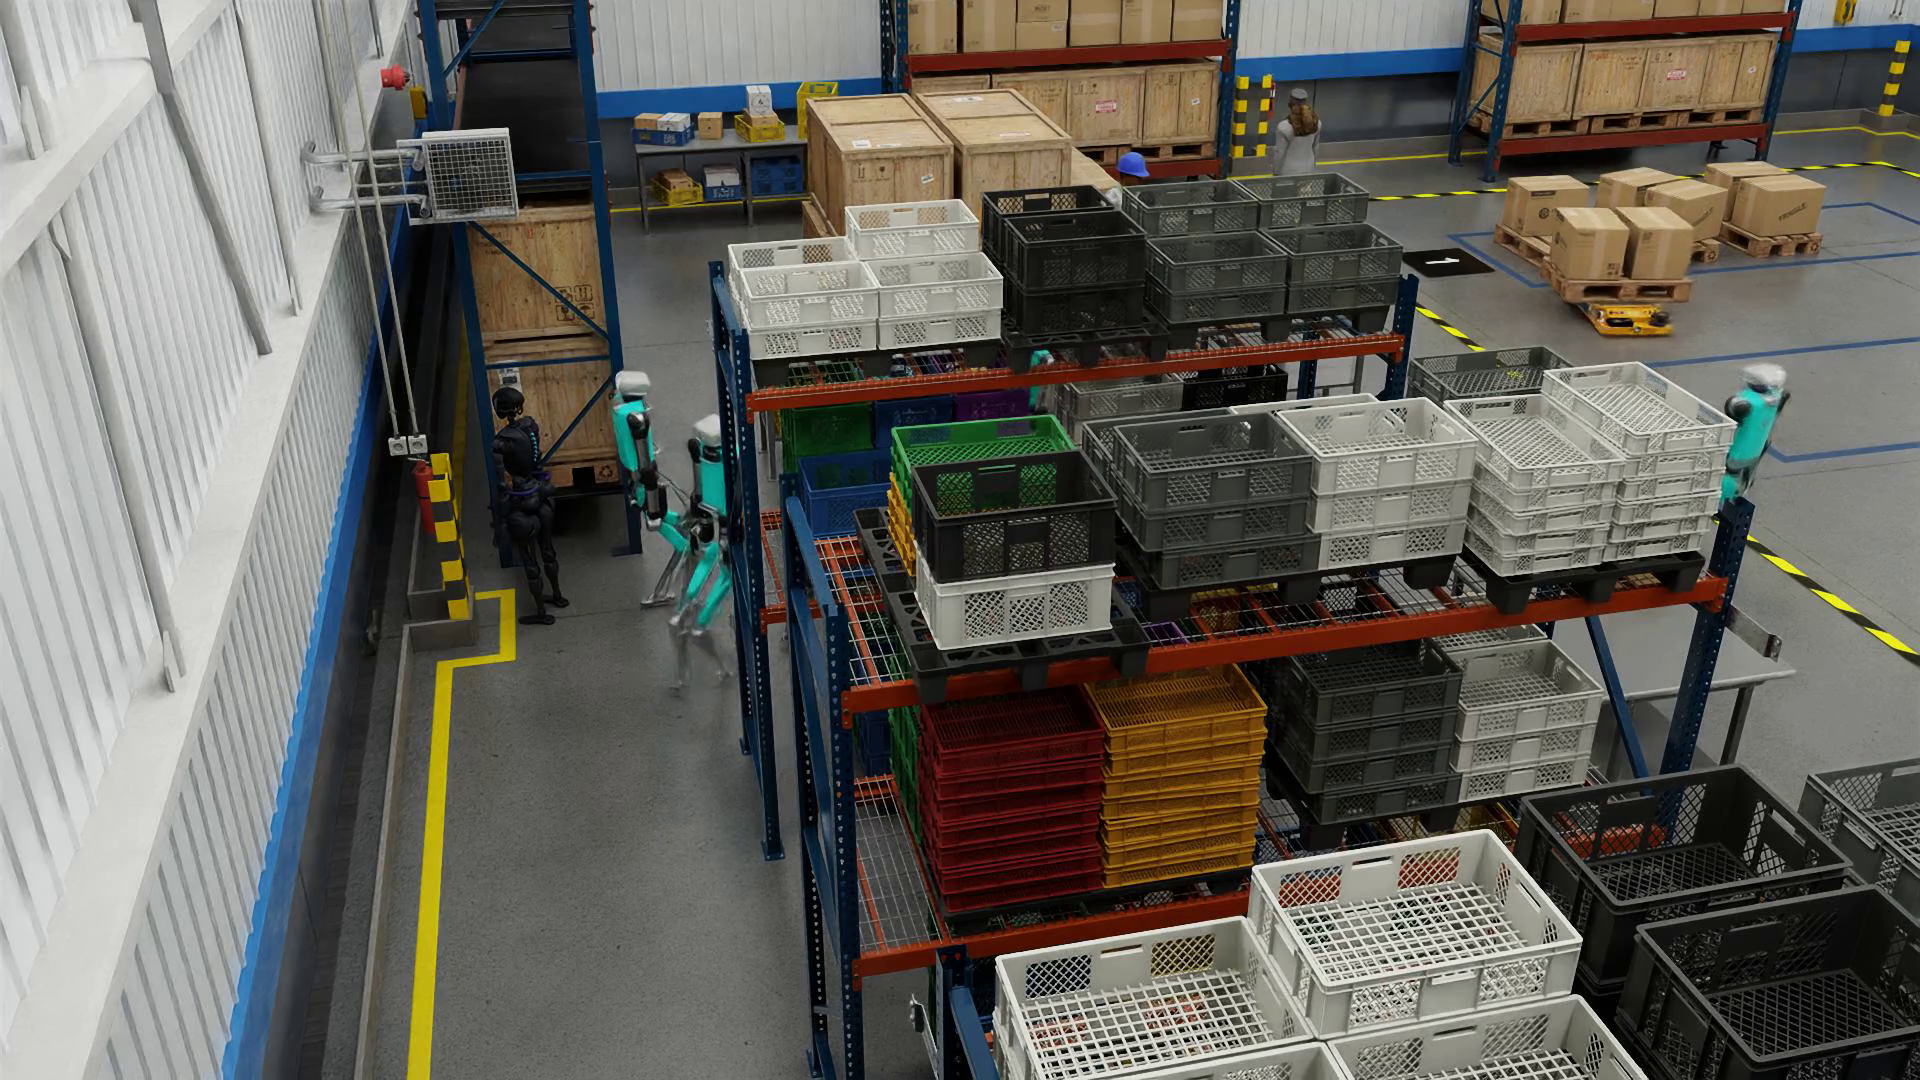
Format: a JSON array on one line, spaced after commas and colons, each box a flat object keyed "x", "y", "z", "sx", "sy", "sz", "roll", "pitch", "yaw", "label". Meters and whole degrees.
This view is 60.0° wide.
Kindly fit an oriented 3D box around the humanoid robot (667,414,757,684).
[{"x": -1.595, "y": 0.153, "z": 10.229, "sx": 0.539, "sy": 1.819, "sz": 0.703, "roll": 23, "pitch": 35, "yaw": 36, "label": "humanoid robot"}]

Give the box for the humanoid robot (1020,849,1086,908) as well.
[{"x": 0.518, "y": 1.146, "z": 8.395, "sx": 0.507, "sy": 1.647, "sz": 0.594, "roll": 8, "pitch": 29, "yaw": 15, "label": "humanoid robot"}]

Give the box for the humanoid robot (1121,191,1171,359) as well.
[{"x": 1.615, "y": -2.347, "z": 14.981, "sx": 0.609, "sy": 1.654, "sz": 0.310, "roll": 7, "pitch": 29, "yaw": 13, "label": "humanoid robot"}]

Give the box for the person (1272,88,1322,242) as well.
[{"x": 3.625, "y": -3.992, "z": 18.014, "sx": 0.563, "sy": 1.764, "sz": 0.402, "roll": -12, "pitch": 30, "yaw": -22, "label": "person"}]

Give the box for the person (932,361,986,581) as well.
[{"x": 0.047, "y": -0.412, "z": 11.153, "sx": 0.404, "sy": 1.829, "sz": 0.590, "roll": 22, "pitch": 35, "yaw": 35, "label": "person"}]

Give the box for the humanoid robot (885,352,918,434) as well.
[{"x": -0.651, "y": -0.452, "z": 11.436, "sx": 0.799, "sy": 1.868, "sz": 0.547, "roll": 12, "pitch": 30, "yaw": 21, "label": "humanoid robot"}]

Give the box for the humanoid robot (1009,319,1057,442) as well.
[{"x": 0.223, "y": -0.673, "z": 11.825, "sx": 0.873, "sy": 1.843, "sz": 0.560, "roll": -9, "pitch": 29, "yaw": -16, "label": "humanoid robot"}]

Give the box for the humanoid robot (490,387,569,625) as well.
[{"x": -2.865, "y": -0.228, "z": 10.952, "sx": 0.315, "sy": 1.657, "sz": 0.599, "roll": 8, "pitch": 29, "yaw": 14, "label": "humanoid robot"}]

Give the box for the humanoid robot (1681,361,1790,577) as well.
[{"x": 5.040, "y": -0.483, "z": 11.243, "sx": 0.533, "sy": 1.678, "sz": 0.736, "roll": -15, "pitch": 31, "yaw": -26, "label": "humanoid robot"}]

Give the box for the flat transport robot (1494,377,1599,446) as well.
[{"x": 4.780, "y": -1.036, "z": 14.013, "sx": 0.659, "sy": 0.231, "sz": 1.431, "roll": -6, "pitch": 28, "yaw": -12, "label": "flat transport robot"}]

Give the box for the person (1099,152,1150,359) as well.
[{"x": 1.488, "y": -2.573, "z": 15.143, "sx": 0.609, "sy": 1.939, "sz": 0.413, "roll": -25, "pitch": 36, "yaw": -38, "label": "person"}]

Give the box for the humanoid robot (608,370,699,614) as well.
[{"x": -1.937, "y": -0.280, "z": 11.068, "sx": 0.658, "sy": 1.857, "sz": 0.538, "roll": -13, "pitch": 31, "yaw": -24, "label": "humanoid robot"}]

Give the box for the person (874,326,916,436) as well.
[{"x": -0.407, "y": -0.632, "z": 11.523, "sx": 0.573, "sy": 1.876, "sz": 0.339, "roll": 18, "pitch": 33, "yaw": 31, "label": "person"}]

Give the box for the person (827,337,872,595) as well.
[{"x": -0.749, "y": -0.514, "z": 11.123, "sx": 0.375, "sy": 2.040, "sz": 0.613, "roll": -8, "pitch": 29, "yaw": -14, "label": "person"}]

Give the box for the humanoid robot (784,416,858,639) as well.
[{"x": -0.909, "y": -0.114, "z": 10.815, "sx": 0.588, "sy": 1.645, "sz": 0.728, "roll": 16, "pitch": 32, "yaw": 27, "label": "humanoid robot"}]

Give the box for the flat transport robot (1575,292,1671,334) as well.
[{"x": 6.486, "y": -2.383, "z": 16.537, "sx": 0.652, "sy": 0.197, "sz": 1.431, "roll": 0, "pitch": 28, "yaw": 0, "label": "flat transport robot"}]
